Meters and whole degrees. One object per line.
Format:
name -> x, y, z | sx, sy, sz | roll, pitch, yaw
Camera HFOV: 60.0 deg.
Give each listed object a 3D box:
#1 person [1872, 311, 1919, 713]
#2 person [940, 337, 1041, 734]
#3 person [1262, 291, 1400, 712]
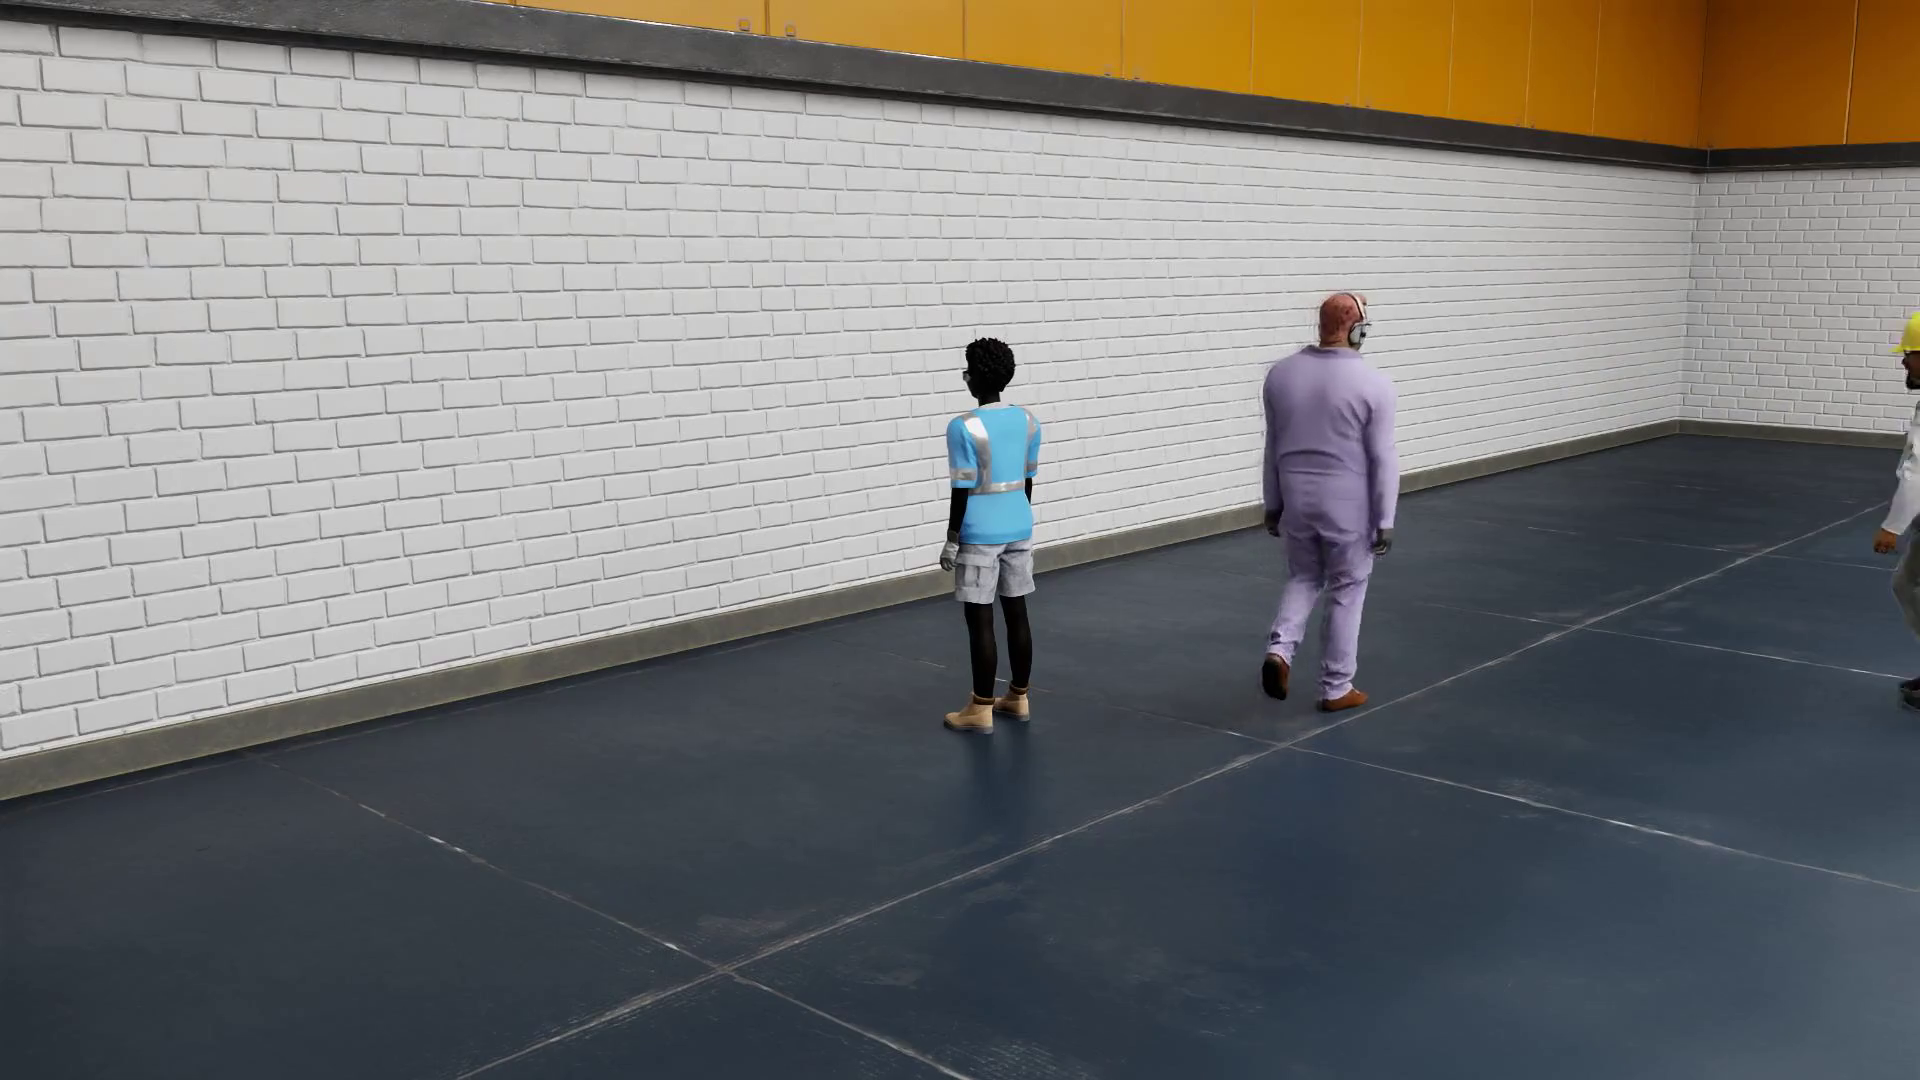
person -> 4.318, -0.104, 7.345 | 0.487, 1.803, 0.598 | 8, 12, 37
person -> 0.127, -0.017, 7.157 | 0.319, 1.697, 0.532 | 9, 14, 43
person -> 1.626, -0.150, 7.370 | 0.662, 1.888, 0.491 | 9, 13, 42
